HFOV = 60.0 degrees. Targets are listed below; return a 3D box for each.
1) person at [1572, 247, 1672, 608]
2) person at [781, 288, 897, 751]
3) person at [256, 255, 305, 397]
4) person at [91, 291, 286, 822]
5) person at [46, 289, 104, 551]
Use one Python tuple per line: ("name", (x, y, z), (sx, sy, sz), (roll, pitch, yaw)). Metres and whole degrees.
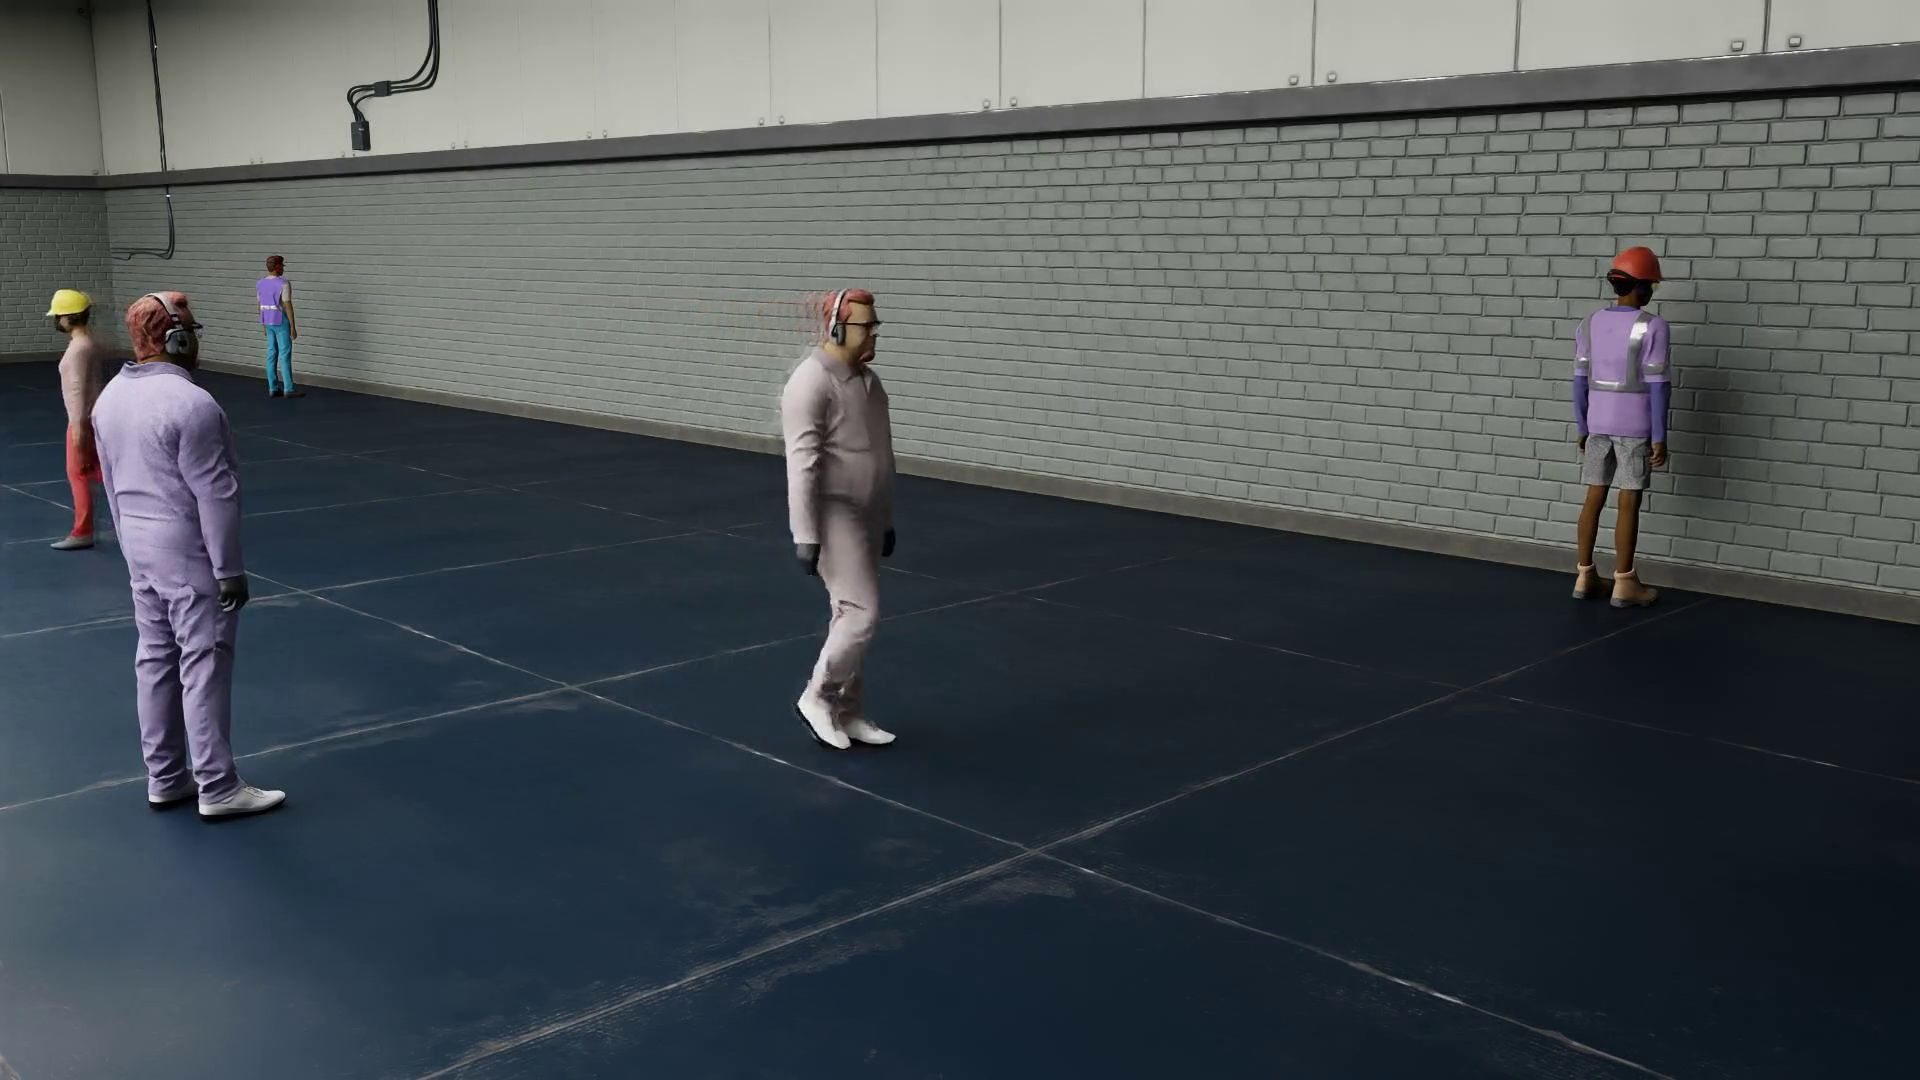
("person", (3.817, -0.650, 9.565), (0.373, 2.043, 0.615), (-6, 12, -30))
("person", (-0.438, -0.069, 6.787), (0.432, 1.894, 0.669), (4, 11, 22))
("person", (-8.958, -2.800, 21.827), (0.564, 1.846, 0.390), (5, 11, 24))
("person", (-2.810, 0.060, 6.053), (0.642, 1.913, 0.409), (6, 12, 31))
("person", (-5.853, -0.815, 11.238), (0.596, 1.750, 0.540), (-2, 11, -13))
